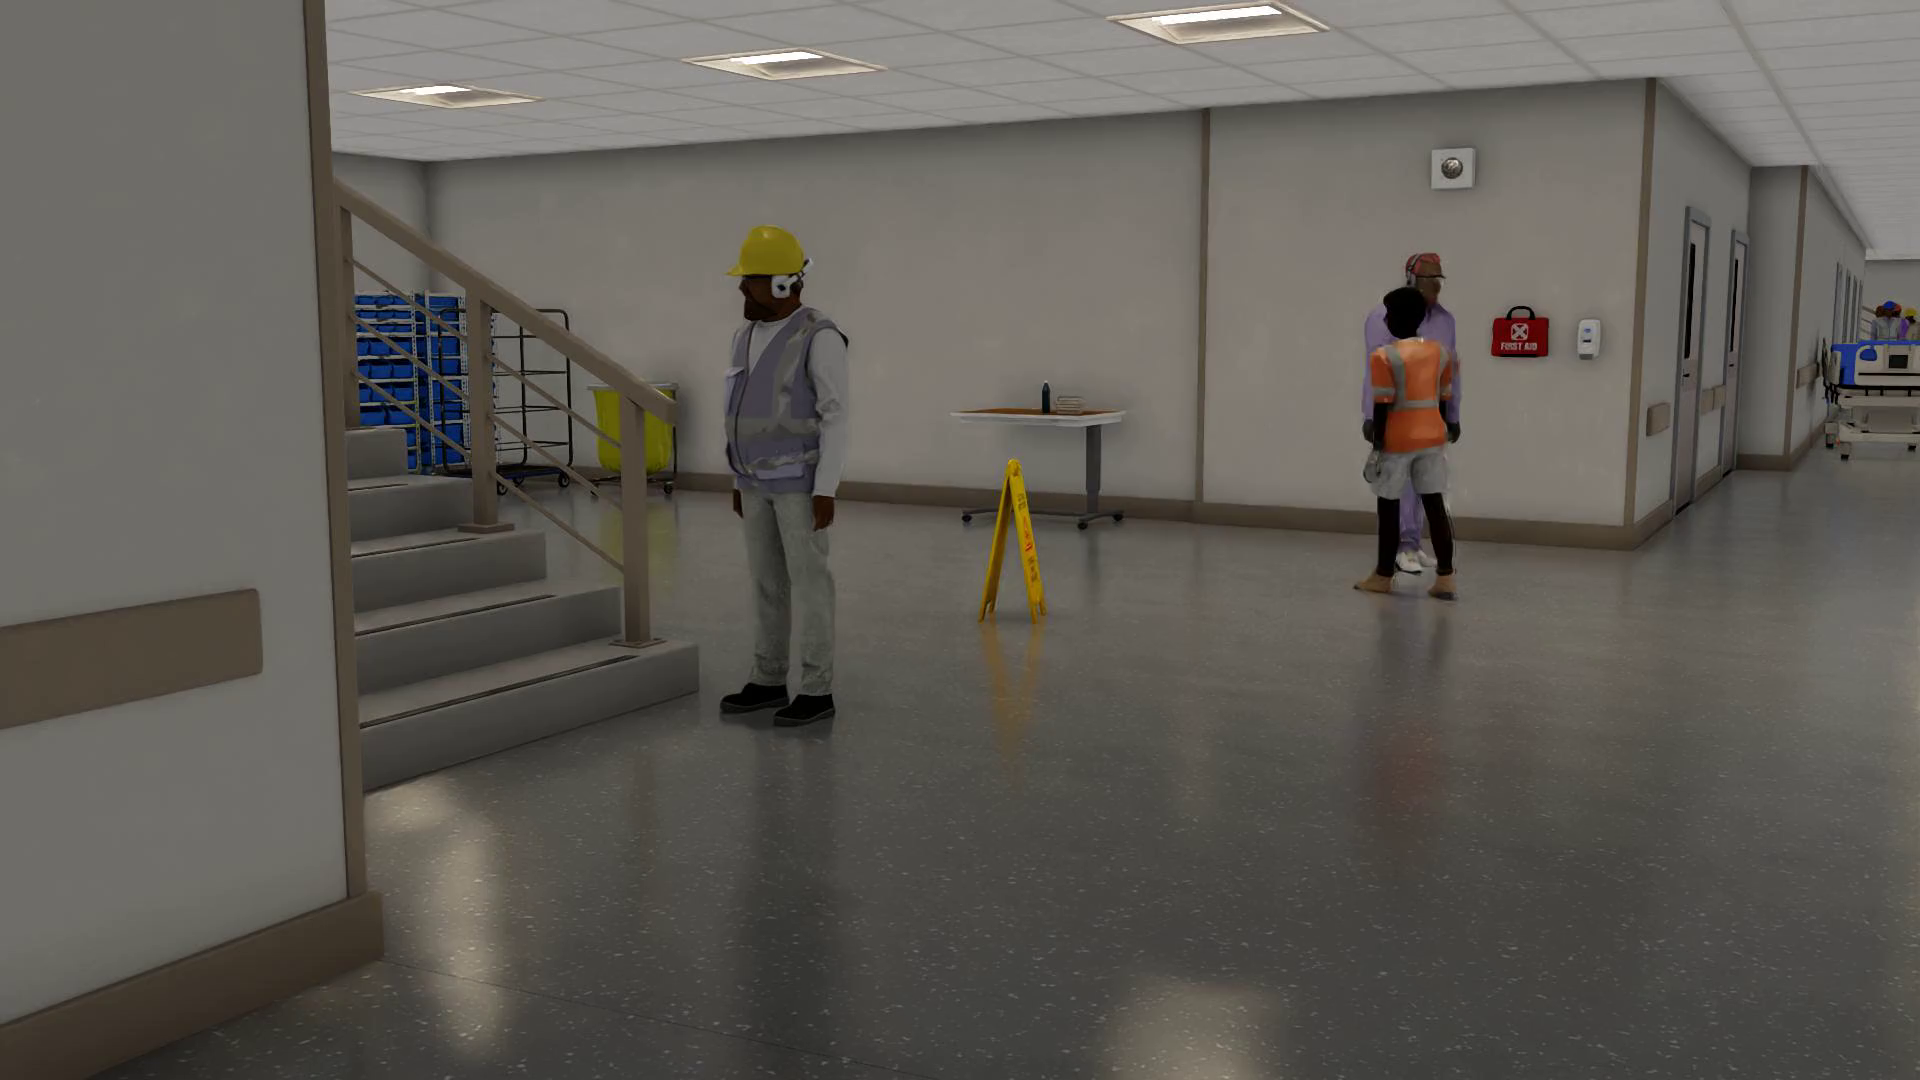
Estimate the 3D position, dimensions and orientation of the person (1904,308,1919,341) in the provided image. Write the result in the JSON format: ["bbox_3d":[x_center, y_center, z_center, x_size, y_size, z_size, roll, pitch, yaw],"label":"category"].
[{"bbox_3d":[20.686,-4.134,36.215,0.405,1.823,0.590,-3,8,-22],"label":"person"}]

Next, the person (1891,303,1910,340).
[{"bbox_3d":[19.965,-4.090,35.493,0.567,1.916,0.426,-2,8,-18],"label":"person"}]

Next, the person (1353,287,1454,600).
[{"bbox_3d":[2.423,-0.501,8.933,0.562,1.684,0.695,-3,8,-23],"label":"person"}]

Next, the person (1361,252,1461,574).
[{"bbox_3d":[2.729,-0.754,9.912,0.683,1.892,0.439,-4,8,-29],"label":"person"}]

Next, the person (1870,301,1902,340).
[{"bbox_3d":[19.261,-3.992,34.609,0.602,1.951,0.380,1,8,10],"label":"person"}]

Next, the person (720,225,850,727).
[{"bbox_3d":[-0.664,-0.231,6.140,0.403,1.828,0.593,-7,10,-43],"label":"person"}]
